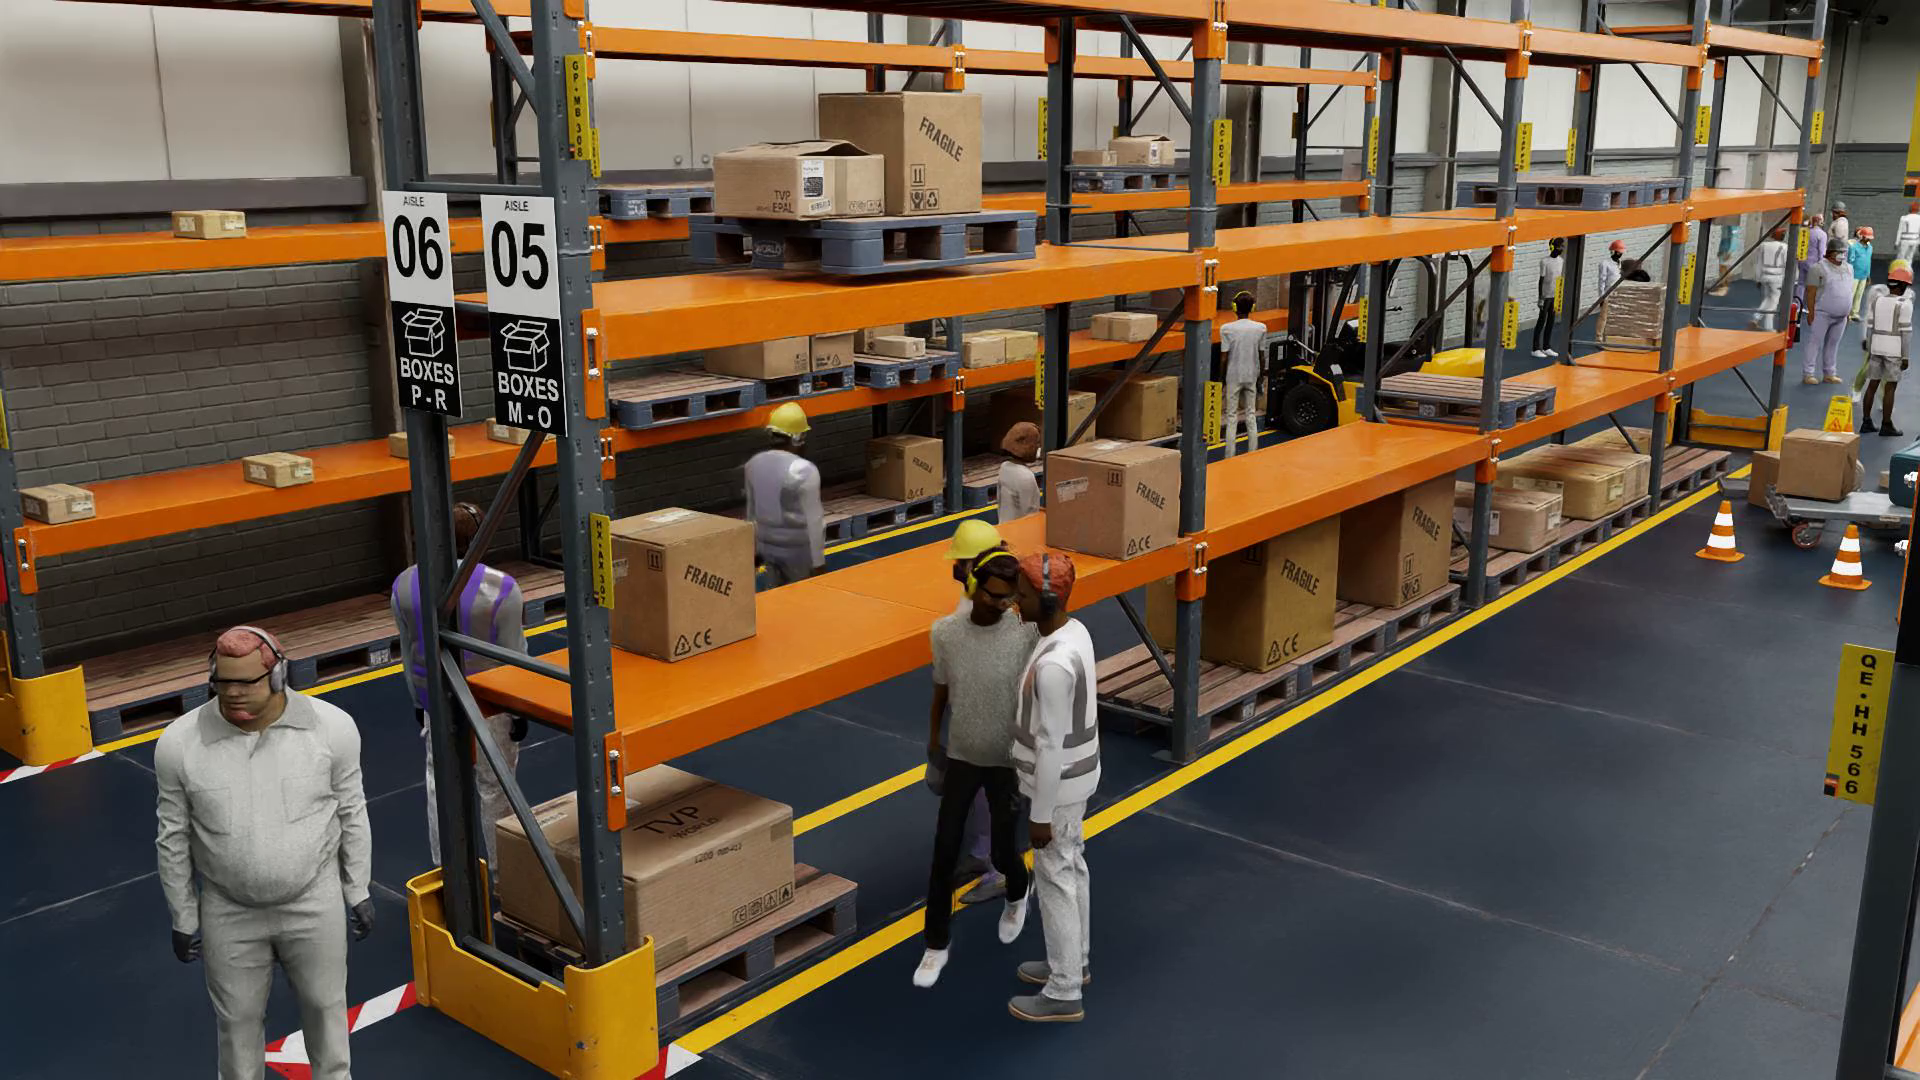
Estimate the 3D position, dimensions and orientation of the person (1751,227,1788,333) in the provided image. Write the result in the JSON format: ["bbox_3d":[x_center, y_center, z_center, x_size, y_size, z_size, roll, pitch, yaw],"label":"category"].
[{"bbox_3d":[14.087,-4.504,28.776,0.405,1.872,0.583,-5,15,-20],"label":"person"}]

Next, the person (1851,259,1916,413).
[{"bbox_3d":[11.609,-2.586,20.899,0.604,1.902,0.833,2,14,7],"label":"person"}]

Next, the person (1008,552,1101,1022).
[{"bbox_3d":[0.373,0.958,6.513,0.344,1.876,0.577,3,14,10],"label":"person"}]

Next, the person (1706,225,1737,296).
[{"bbox_3d":[16.160,-6.149,35.196,0.490,2.012,0.644,2,14,10],"label":"person"}]

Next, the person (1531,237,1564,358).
[{"bbox_3d":[9.133,-3.756,25.744,0.511,1.861,0.326,-9,16,-32],"label":"person"}]

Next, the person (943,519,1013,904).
[{"bbox_3d":[0.083,0.764,7.528,0.326,1.766,0.532,-5,15,-18],"label":"person"}]

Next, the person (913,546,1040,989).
[{"bbox_3d":[0.106,0.893,6.855,0.537,1.832,0.668,4,14,15],"label":"person"}]

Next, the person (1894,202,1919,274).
[{"bbox_3d":[21.839,-6.827,38.246,0.604,1.857,0.542,1,14,3],"label":"person"}]

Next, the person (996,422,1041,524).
[{"bbox_3d":[0.388,0.048,10.713,0.281,1.633,0.498,-5,15,-19],"label":"person"}]

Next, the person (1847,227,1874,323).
[{"bbox_3d":[16.434,-4.838,30.377,0.561,1.742,0.337,-6,15,-23],"label":"person"}]

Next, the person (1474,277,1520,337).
[{"bbox_3d":[7.195,-2.892,22.261,0.489,1.843,0.487,-7,15,-26],"label":"person"}]

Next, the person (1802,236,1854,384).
[{"bbox_3d":[12.029,-3.164,22.952,0.685,2.000,0.538,-3,14,-12],"label":"person"}]

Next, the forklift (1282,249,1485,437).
[{"bbox_3d":[4.886,-2.214,18.767,2.313,2.155,1.214,11,18,38],"label":"forklift"}]

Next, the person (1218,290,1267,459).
[{"bbox_3d":[2.856,-1.602,16.946,0.515,1.872,0.328,-2,14,-10],"label":"person"}]

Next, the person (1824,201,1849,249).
[{"bbox_3d":[17.964,-5.945,34.272,0.536,2.000,0.672,8,16,29],"label":"person"}]

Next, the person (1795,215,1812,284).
[{"bbox_3d":[19.137,-6.578,37.780,0.524,1.580,0.869,5,15,21],"label":"person"}]

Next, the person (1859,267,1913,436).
[{"bbox_3d":[10.663,-2.157,19.084,0.369,1.929,0.542,-6,15,-22],"label":"person"}]

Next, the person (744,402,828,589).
[{"bbox_3d":[-1.094,0.064,10.276,0.604,1.820,0.522,12,18,40],"label":"person"}]

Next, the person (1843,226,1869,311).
[{"bbox_3d":[17.453,-5.296,32.462,0.512,1.639,0.311,-1,14,-5],"label":"person"}]

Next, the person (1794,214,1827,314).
[{"bbox_3d":[16.382,-5.306,31.972,0.399,1.899,0.646,-4,14,-15],"label":"person"}]

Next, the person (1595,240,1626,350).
[{"bbox_3d":[10.443,-3.924,26.639,0.561,1.751,0.326,-8,16,-29],"label":"person"}]

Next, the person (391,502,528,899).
[{"bbox_3d":[-2.209,0.733,7.520,0.613,1.835,0.428,3,14,13],"label":"person"}]

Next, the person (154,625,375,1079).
[{"bbox_3d":[-2.266,1.197,5.479,0.648,1.904,0.401,-5,15,-20],"label":"person"}]
